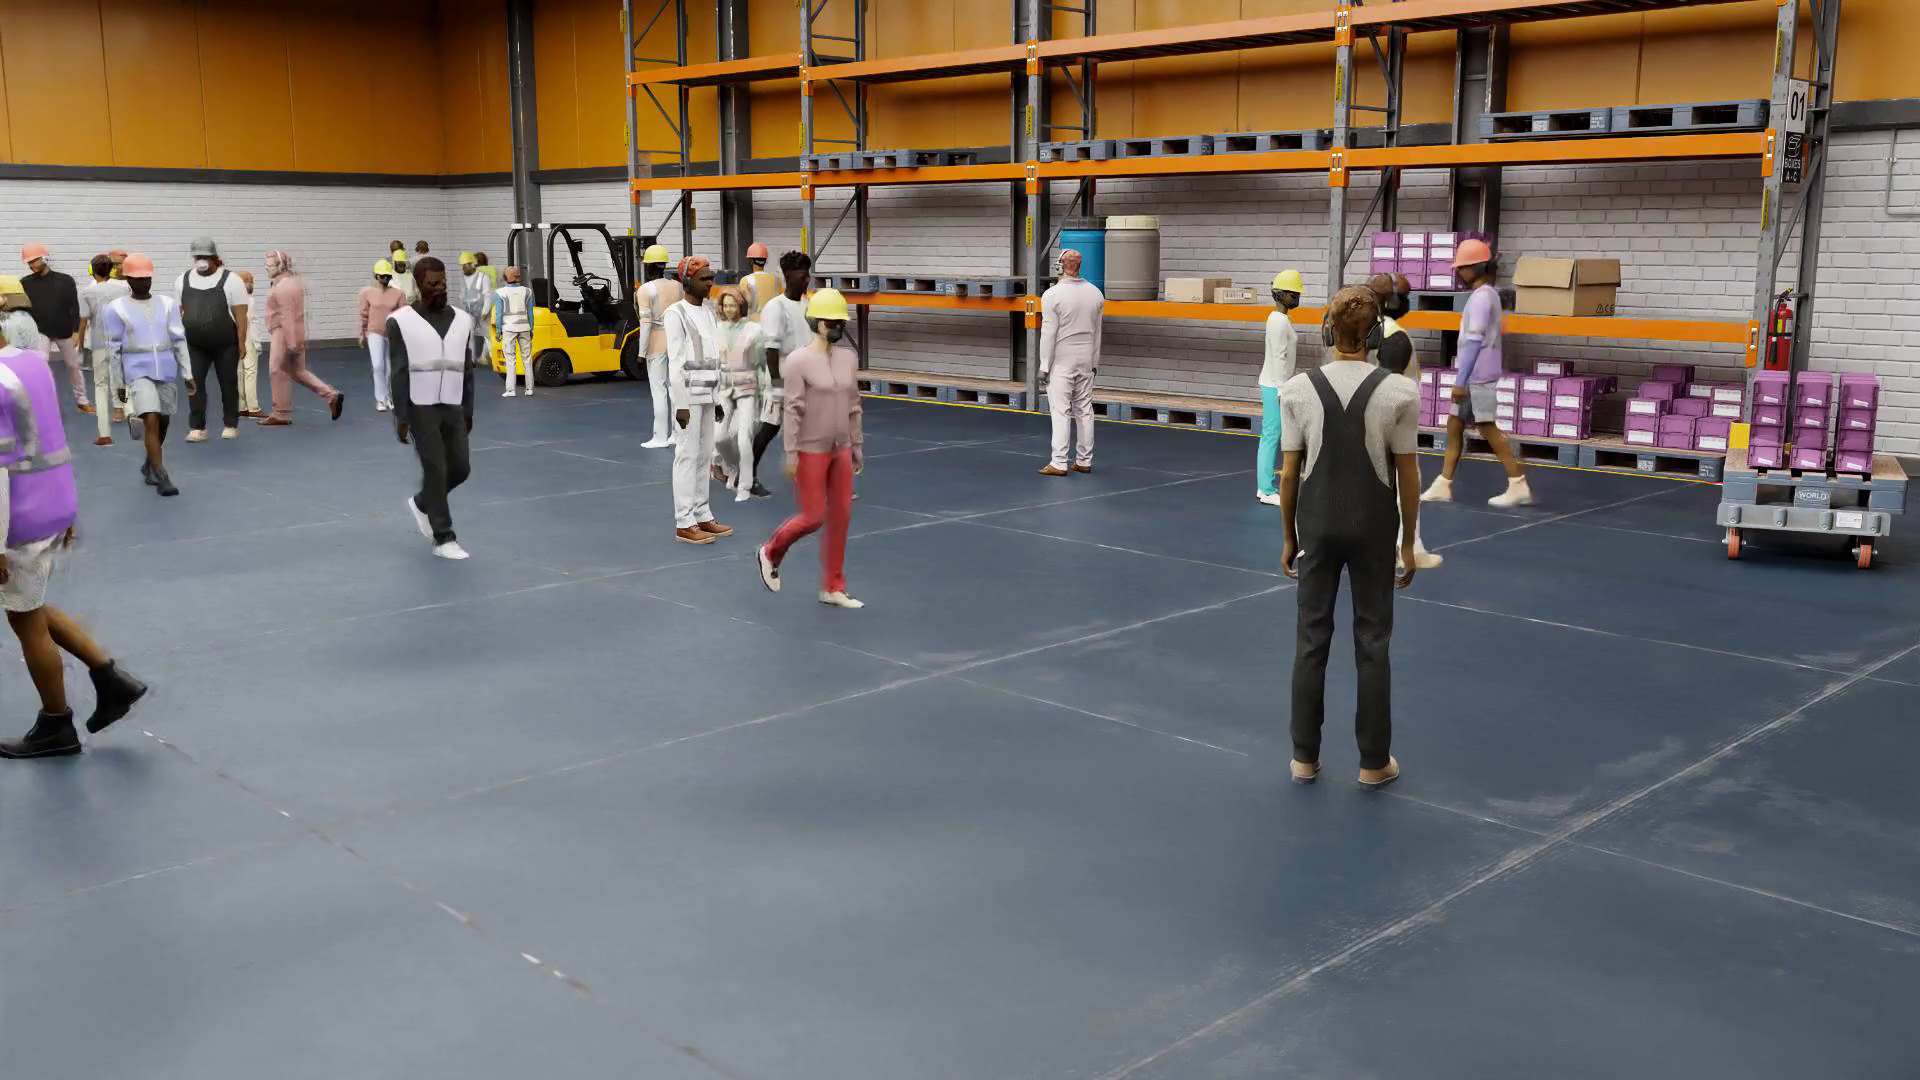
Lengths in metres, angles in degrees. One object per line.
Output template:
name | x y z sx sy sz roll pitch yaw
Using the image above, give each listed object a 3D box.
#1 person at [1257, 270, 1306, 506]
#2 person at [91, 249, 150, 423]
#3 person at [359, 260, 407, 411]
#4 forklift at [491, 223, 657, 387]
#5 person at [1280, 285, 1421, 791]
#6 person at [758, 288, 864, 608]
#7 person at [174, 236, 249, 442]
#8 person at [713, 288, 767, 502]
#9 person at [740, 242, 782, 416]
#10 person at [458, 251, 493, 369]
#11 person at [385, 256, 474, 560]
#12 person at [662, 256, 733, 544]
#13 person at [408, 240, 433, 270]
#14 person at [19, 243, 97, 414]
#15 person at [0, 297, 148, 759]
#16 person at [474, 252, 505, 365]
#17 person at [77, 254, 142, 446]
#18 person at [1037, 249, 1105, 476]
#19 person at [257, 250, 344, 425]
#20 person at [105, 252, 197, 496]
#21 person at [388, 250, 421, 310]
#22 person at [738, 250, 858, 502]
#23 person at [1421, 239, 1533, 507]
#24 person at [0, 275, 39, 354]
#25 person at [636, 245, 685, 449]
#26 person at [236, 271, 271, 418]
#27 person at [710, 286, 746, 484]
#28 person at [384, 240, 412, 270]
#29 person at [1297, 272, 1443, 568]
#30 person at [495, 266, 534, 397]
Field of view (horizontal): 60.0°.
person | 2.417 -1.143 12.543 0.329 1.763 0.523 2 11 9
person | -8.996 -2.187 17.923 0.605 1.872 0.407 -8 13 -37
person | -6.607 -2.341 19.151 0.538 1.727 0.781 -6 12 -29
forklift | -5.316 -3.263 22.920 2.313 2.155 1.214 -10 14 -44
person | 1.412 0.000 6.079 0.507 1.846 0.346 4 11 20
person | -0.797 -0.495 9.067 0.539 1.749 0.526 9 14 41
person | -7.364 -1.976 16.317 0.703 2.000 0.797 -1 10 -7
person | -1.695 -1.109 12.734 0.519 1.628 0.413 2 11 11
person | -2.248 -2.358 18.679 0.542 1.939 0.364 -9 13 -39
person | -7.292 -3.503 25.346 0.611 1.794 0.811 3 11 18
person | -3.352 -0.838 10.516 0.667 1.897 0.597 8 13 39
person | -1.740 -0.925 11.021 0.355 1.882 0.576 3 11 16
person | -9.580 -4.396 29.792 0.633 1.938 0.356 -6 12 -31
person | -10.073 -2.316 18.500 0.638 1.946 0.857 -3 11 -16
person | -3.551 -0.074 6.332 0.542 1.896 0.630 -2 11 -8
person | -7.293 -3.535 25.614 0.628 1.766 1.033 -7 13 -34
person | -8.156 -1.812 15.956 0.517 1.848 0.607 10 14 44
person | 0.904 -1.491 14.040 0.641 1.909 0.409 -8 13 -36
person | -7.094 -2.149 17.712 0.801 1.874 0.658 -1 10 -6
person | -6.431 -1.325 13.184 0.560 1.902 0.960 -10 14 -43
person | -8.375 -3.463 25.098 0.609 1.791 0.898 -6 12 -29
person | -1.293 -1.232 12.623 1.027 1.915 0.634 6 12 30
person | 3.909 -1.225 12.433 0.913 2.016 0.637 3 11 17
person | -7.117 -1.117 12.493 0.643 1.720 0.516 -2 11 -10
person | -2.853 -1.833 15.843 0.370 1.929 0.585 7 13 34
person | -7.917 -2.164 18.454 0.499 1.633 0.279 7 13 35
person | -1.826 -1.234 13.437 0.360 1.620 0.502 5 12 26
person | -9.369 -4.027 27.782 0.635 1.938 0.361 4 11 21
person | 2.497 -0.714 10.065 0.899 1.810 0.634 -2 11 -10
person | -5.573 -2.605 20.846 0.511 1.640 0.308 -8 13 -38
